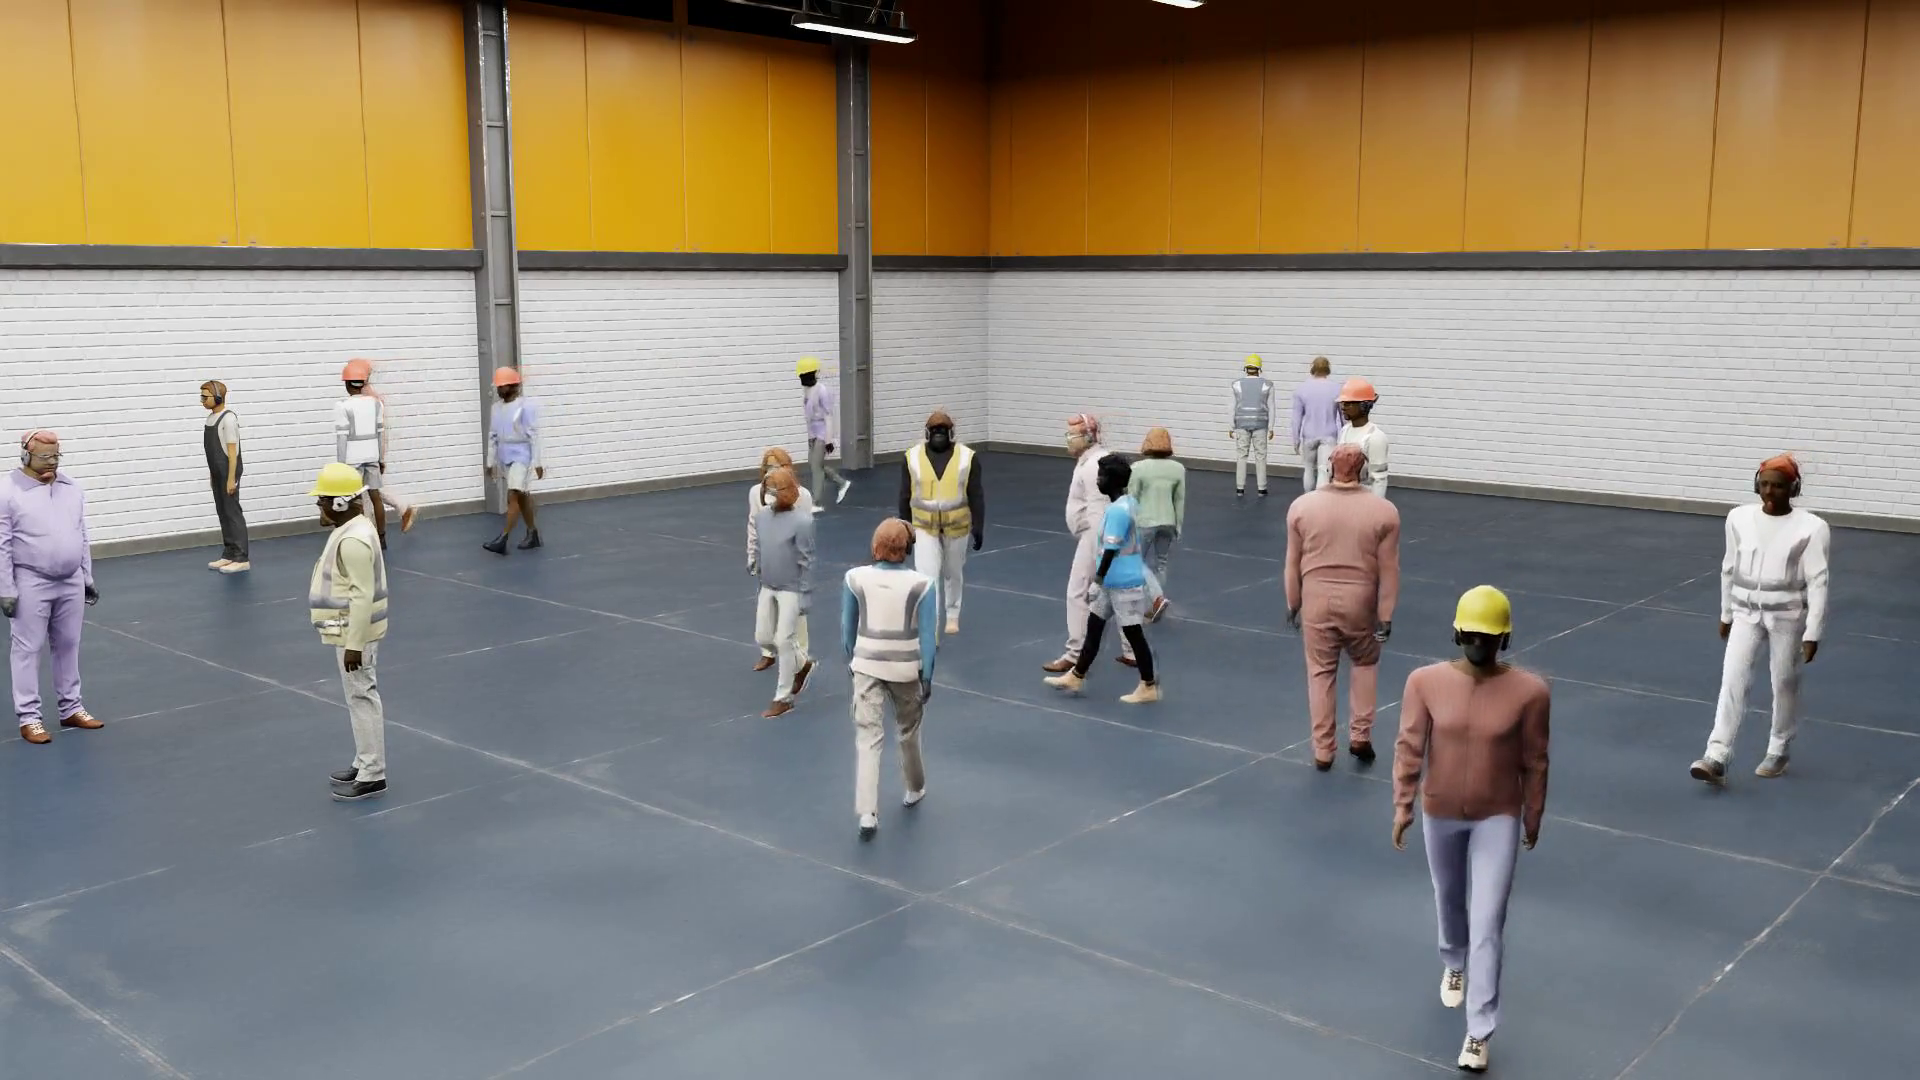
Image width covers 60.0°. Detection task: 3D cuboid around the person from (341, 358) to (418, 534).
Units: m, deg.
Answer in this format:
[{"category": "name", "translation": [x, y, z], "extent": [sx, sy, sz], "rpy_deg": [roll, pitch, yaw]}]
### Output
[{"category": "person", "translation": [-6.200, -0.948, 17.628], "extent": [0.739, 1.967, 0.636], "rpy_deg": [-4, 10, -24]}]

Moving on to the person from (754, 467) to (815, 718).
[{"category": "person", "translation": [-1.109, 0.324, 10.745], "extent": [0.498, 1.617, 0.479], "rpy_deg": [7, 11, 37]}]

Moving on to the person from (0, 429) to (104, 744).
[{"category": "person", "translation": [-5.582, 0.272, 10.192], "extent": [0.406, 1.903, 0.639], "rpy_deg": [4, 10, 25]}]

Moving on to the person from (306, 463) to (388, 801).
[{"category": "person", "translation": [-3.310, 0.491, 9.025], "extent": [0.404, 1.830, 0.600], "rpy_deg": [-3, 10, -20]}]

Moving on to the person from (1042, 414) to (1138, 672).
[{"category": "person", "translation": [0.985, 0.025, 11.900], "extent": [0.702, 1.864, 0.678], "rpy_deg": [2, 9, 11]}]

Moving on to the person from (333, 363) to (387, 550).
[{"category": "person", "translation": [-6.162, -0.838, 17.043], "extent": [0.375, 1.935, 0.551], "rpy_deg": [7, 11, 37]}]

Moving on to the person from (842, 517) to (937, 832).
[{"category": "person", "translation": [-0.368, 0.679, 8.594], "extent": [0.513, 1.599, 0.845], "rpy_deg": [1, 9, 6]}]

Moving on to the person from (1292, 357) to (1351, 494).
[{"category": "person", "translation": [4.211, -1.187, 19.399], "extent": [0.654, 1.880, 1.031], "rpy_deg": [3, 10, 20]}]

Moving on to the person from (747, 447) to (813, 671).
[{"category": "person", "translation": [-1.277, 0.146, 11.852], "extent": [0.507, 1.628, 0.279], "rpy_deg": [4, 10, 24]}]

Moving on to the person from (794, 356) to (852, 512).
[{"category": "person", "translation": [-1.645, -1.264, 19.885], "extent": [0.706, 1.891, 0.601], "rpy_deg": [-5, 10, -30]}]

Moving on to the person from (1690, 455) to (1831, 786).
[{"category": "person", "translation": [4.420, 0.465, 9.155], "extent": [0.959, 1.836, 0.613], "rpy_deg": [-8, 12, -43]}]

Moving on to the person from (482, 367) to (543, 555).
[{"category": "person", "translation": [-4.628, -0.803, 16.925], "extent": [0.577, 1.897, 0.941], "rpy_deg": [6, 11, 31]}]

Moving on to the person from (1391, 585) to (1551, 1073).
[{"category": "person", "translation": [1.885, 1.005, 6.156], "extent": [0.531, 1.723, 0.896], "rpy_deg": [4, 10, 23]}]

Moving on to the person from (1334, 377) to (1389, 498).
[{"category": "person", "translation": [3.090, -0.246, 12.993], "extent": [0.394, 2.044, 0.609], "rpy_deg": [-2, 9, -15]}]

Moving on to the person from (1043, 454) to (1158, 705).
[{"category": "person", "translation": [0.934, 0.272, 10.946], "extent": [0.823, 1.659, 0.541], "rpy_deg": [0, 9, 1]}]

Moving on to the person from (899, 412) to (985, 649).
[{"category": "person", "translation": [-0.142, -0.098, 12.866], "extent": [0.657, 1.800, 0.962], "rpy_deg": [0, 9, 1]}]

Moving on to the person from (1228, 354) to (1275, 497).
[{"category": "person", "translation": [3.741, -1.469, 21.332], "extent": [0.592, 1.832, 0.404], "rpy_deg": [2, 9, 14]}]

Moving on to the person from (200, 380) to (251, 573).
[{"category": "person", "translation": [-7.054, -0.610, 15.930], "extent": [0.505, 1.842, 0.332], "rpy_deg": [8, 12, 43]}]

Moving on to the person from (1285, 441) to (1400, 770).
[{"category": "person", "translation": [2.192, 0.375, 9.591], "extent": [0.647, 1.889, 0.521], "rpy_deg": [2, 9, 15]}]

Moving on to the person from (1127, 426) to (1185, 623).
[{"category": "person", "translation": [1.590, -0.107, 13.429], "extent": [0.518, 1.618, 0.545], "rpy_deg": [-3, 10, -20]}]
